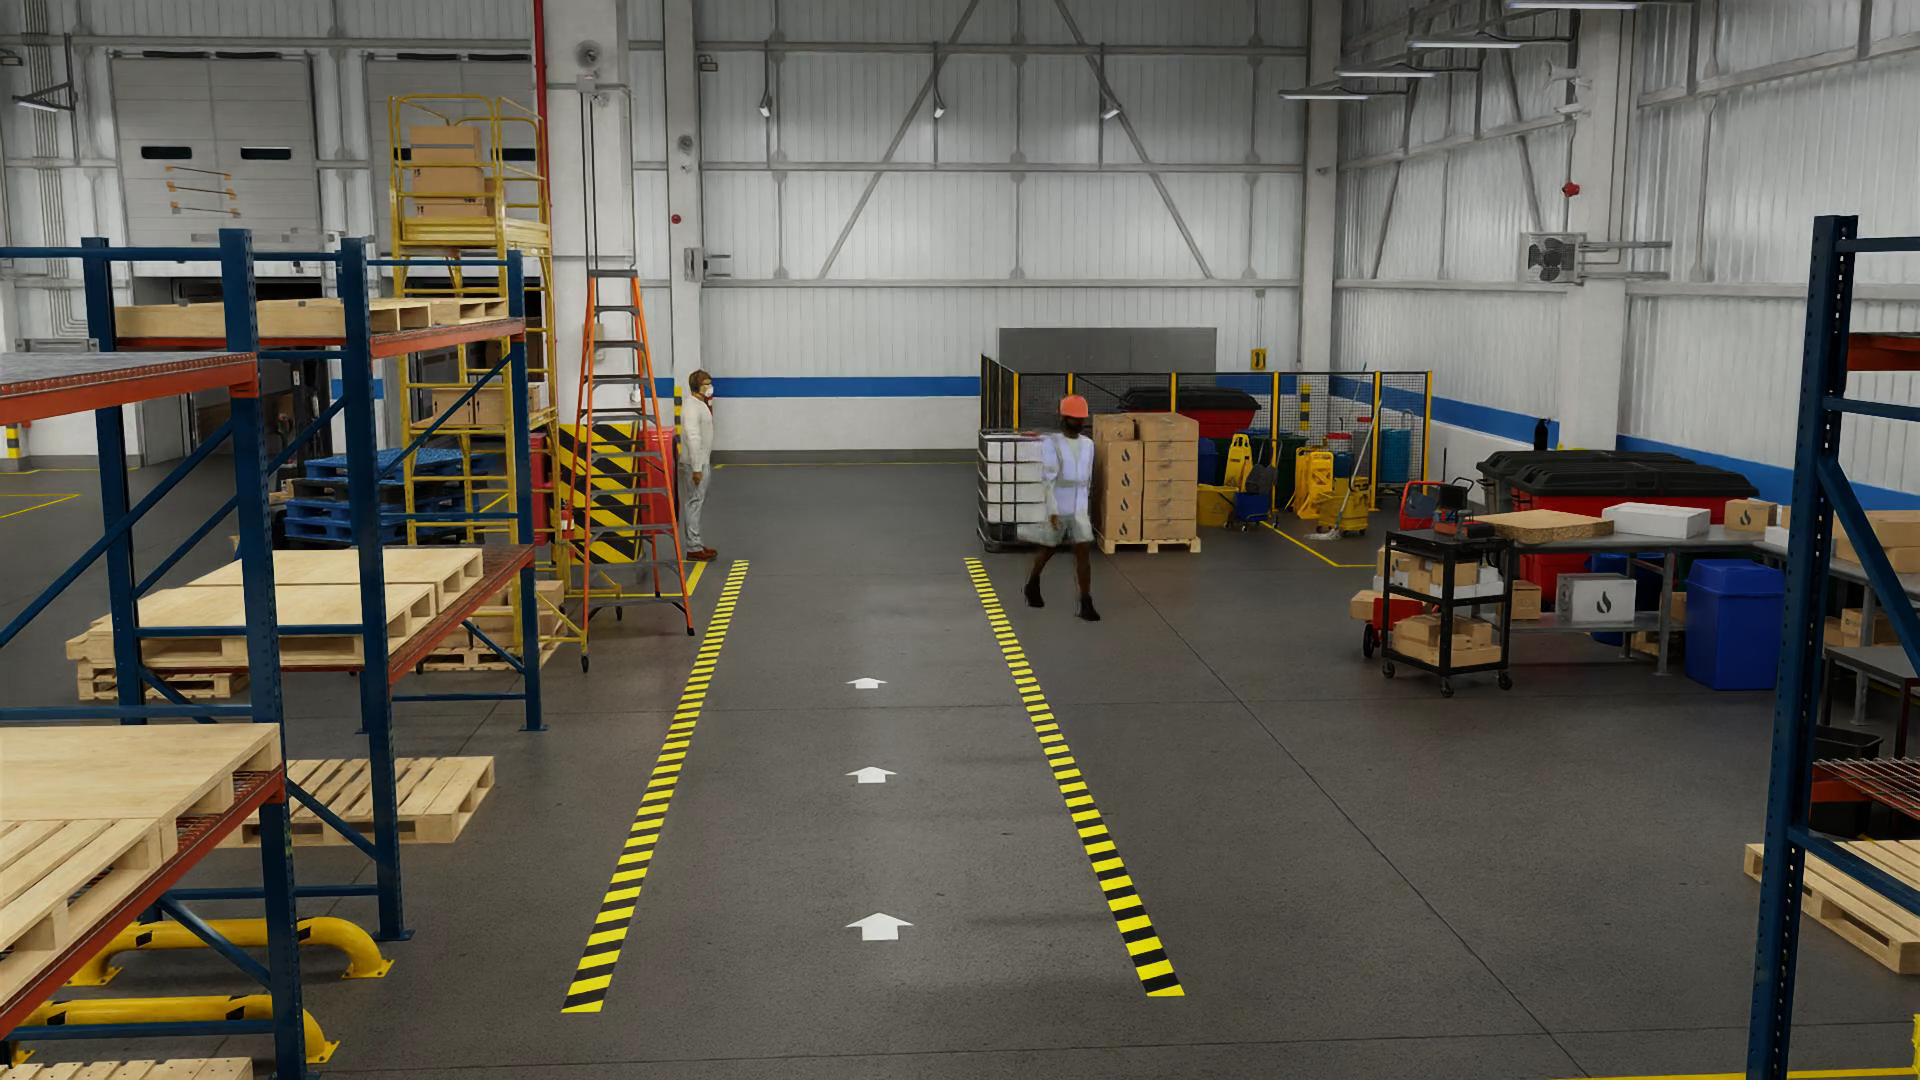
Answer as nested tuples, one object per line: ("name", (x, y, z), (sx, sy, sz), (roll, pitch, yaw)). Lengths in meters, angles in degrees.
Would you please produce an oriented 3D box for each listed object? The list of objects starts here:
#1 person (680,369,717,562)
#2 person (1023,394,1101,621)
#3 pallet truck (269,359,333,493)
("person", (-2.648, -0.757, 16.828), (0.352, 1.937, 0.635), (-1, 9, -4))
("person", (0.873, -0.300, 14.125), (0.563, 1.903, 0.973), (-5, 10, -28))
("pallet truck", (-7.062, -1.131, 18.996), (1.885, 1.965, 0.823), (2, 9, 13))
